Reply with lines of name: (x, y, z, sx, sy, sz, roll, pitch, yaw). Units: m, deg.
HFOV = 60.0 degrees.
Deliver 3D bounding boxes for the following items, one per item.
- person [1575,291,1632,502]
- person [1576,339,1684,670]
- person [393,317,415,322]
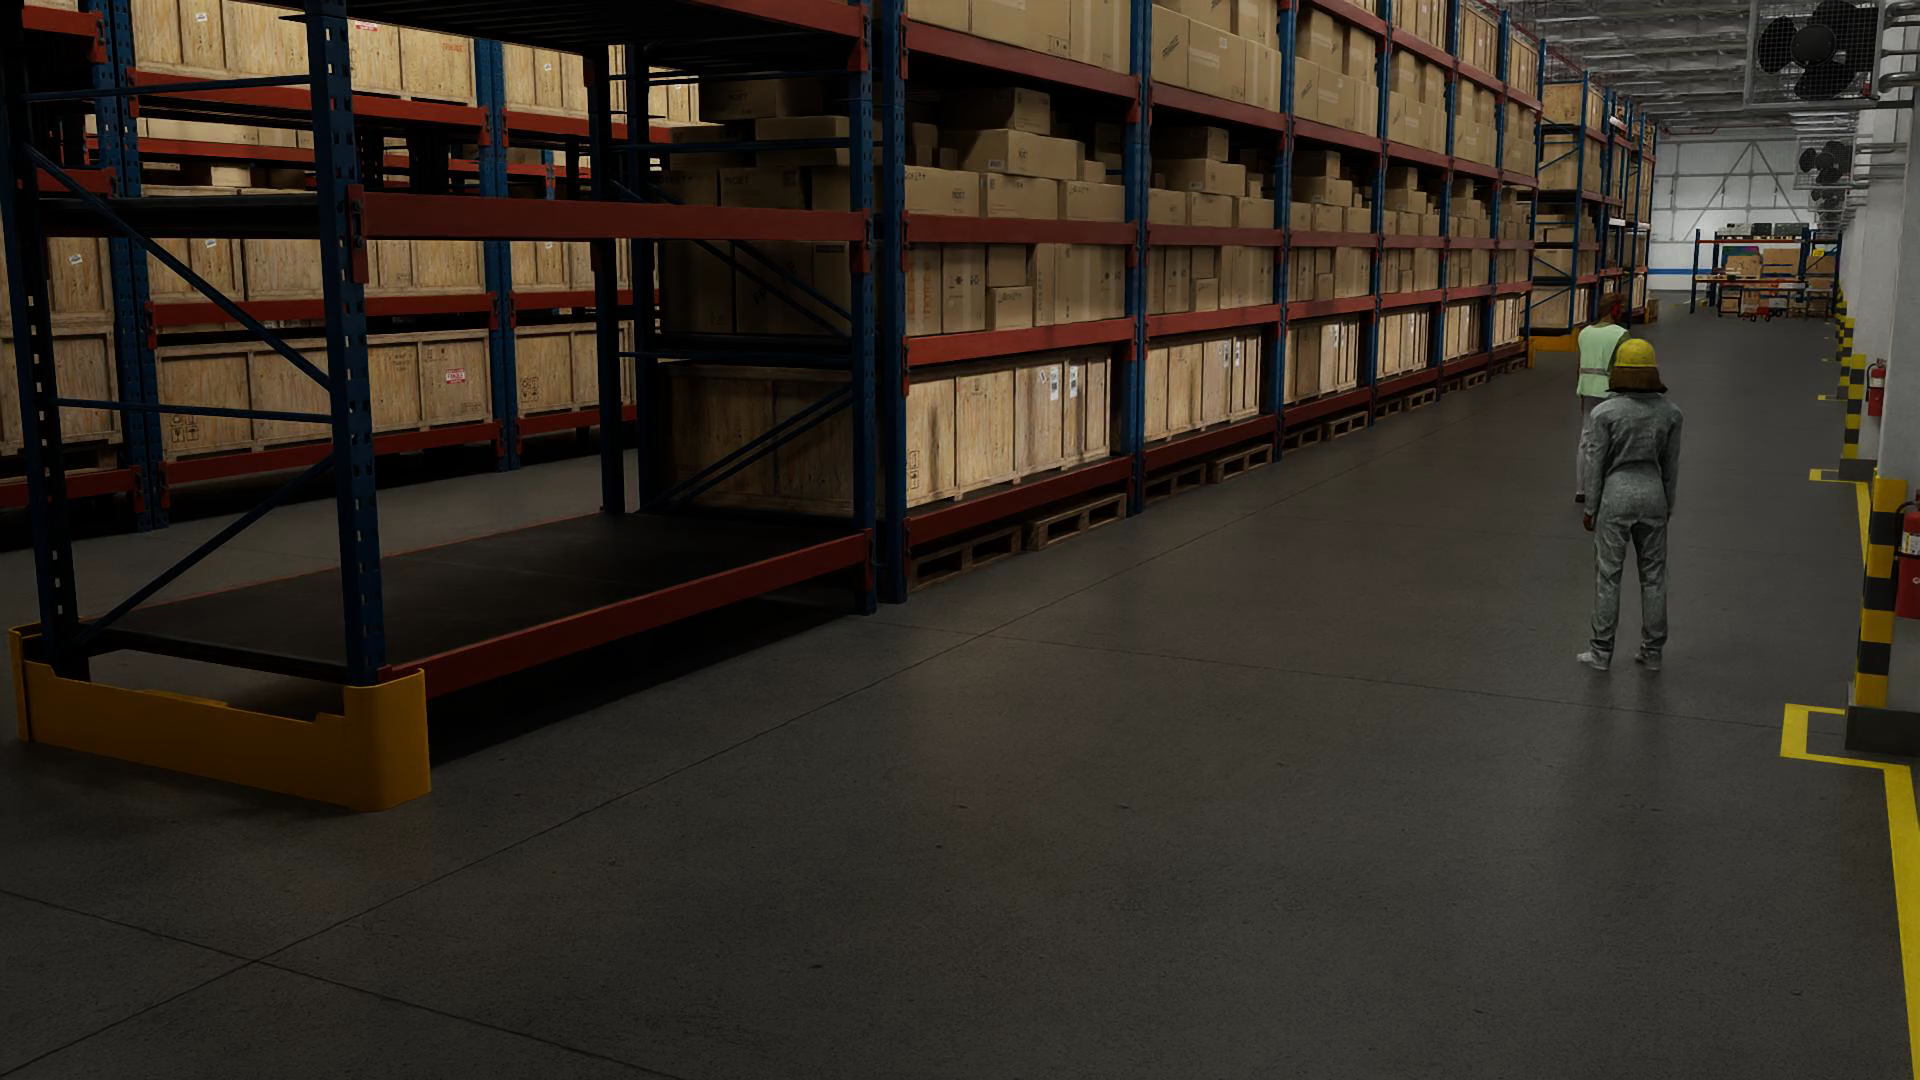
person: (5.548, -1.216, 14.366, 0.389, 1.850, 0.566, -4, 11, -24)
person: (3.507, -0.183, 8.729, 0.483, 1.735, 0.340, 0, 10, -1)
person: (-10.014, -3.922, 29.915, 0.648, 1.884, 1.020, 4, 10, 20)
